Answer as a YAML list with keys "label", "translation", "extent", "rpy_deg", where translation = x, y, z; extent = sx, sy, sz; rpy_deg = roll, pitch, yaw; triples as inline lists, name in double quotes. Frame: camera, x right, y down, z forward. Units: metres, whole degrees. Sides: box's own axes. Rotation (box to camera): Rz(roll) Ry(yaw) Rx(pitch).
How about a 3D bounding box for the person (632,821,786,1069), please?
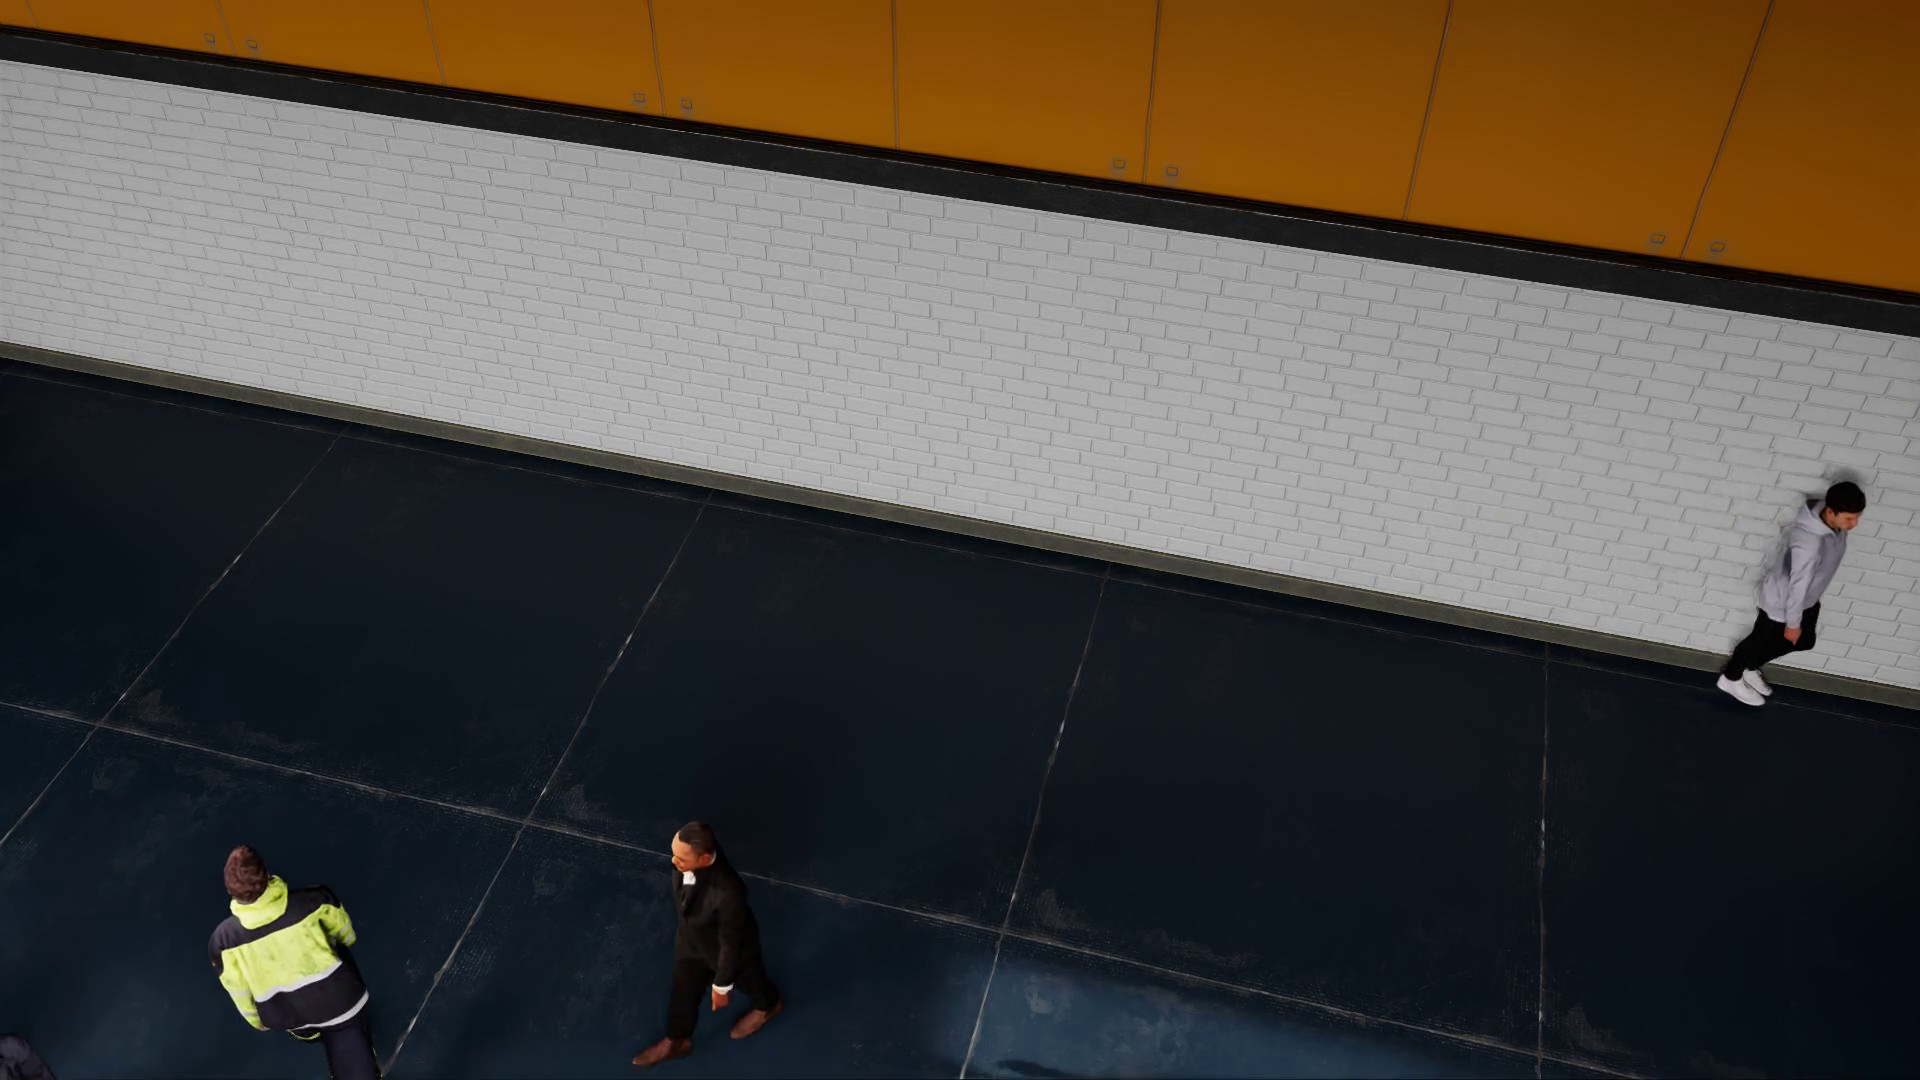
- label: "person"
  translation: [-1.145, 1.989, 8.504]
  extent: [1.242, 1.879, 1.120]
  rpy_deg: [-29, 51, -27]

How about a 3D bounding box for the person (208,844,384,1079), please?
- label: "person"
  translation: [-3.191, 2.262, 8.182]
  extent: [1.259, 1.928, 1.342]
  rpy_deg: [-20, 47, -20]

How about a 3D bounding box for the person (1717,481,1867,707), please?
- label: "person"
  translation: [5.015, 0.308, 10.247]
  extent: [0.859, 1.908, 0.753]
  rpy_deg: [32, 52, 29]
